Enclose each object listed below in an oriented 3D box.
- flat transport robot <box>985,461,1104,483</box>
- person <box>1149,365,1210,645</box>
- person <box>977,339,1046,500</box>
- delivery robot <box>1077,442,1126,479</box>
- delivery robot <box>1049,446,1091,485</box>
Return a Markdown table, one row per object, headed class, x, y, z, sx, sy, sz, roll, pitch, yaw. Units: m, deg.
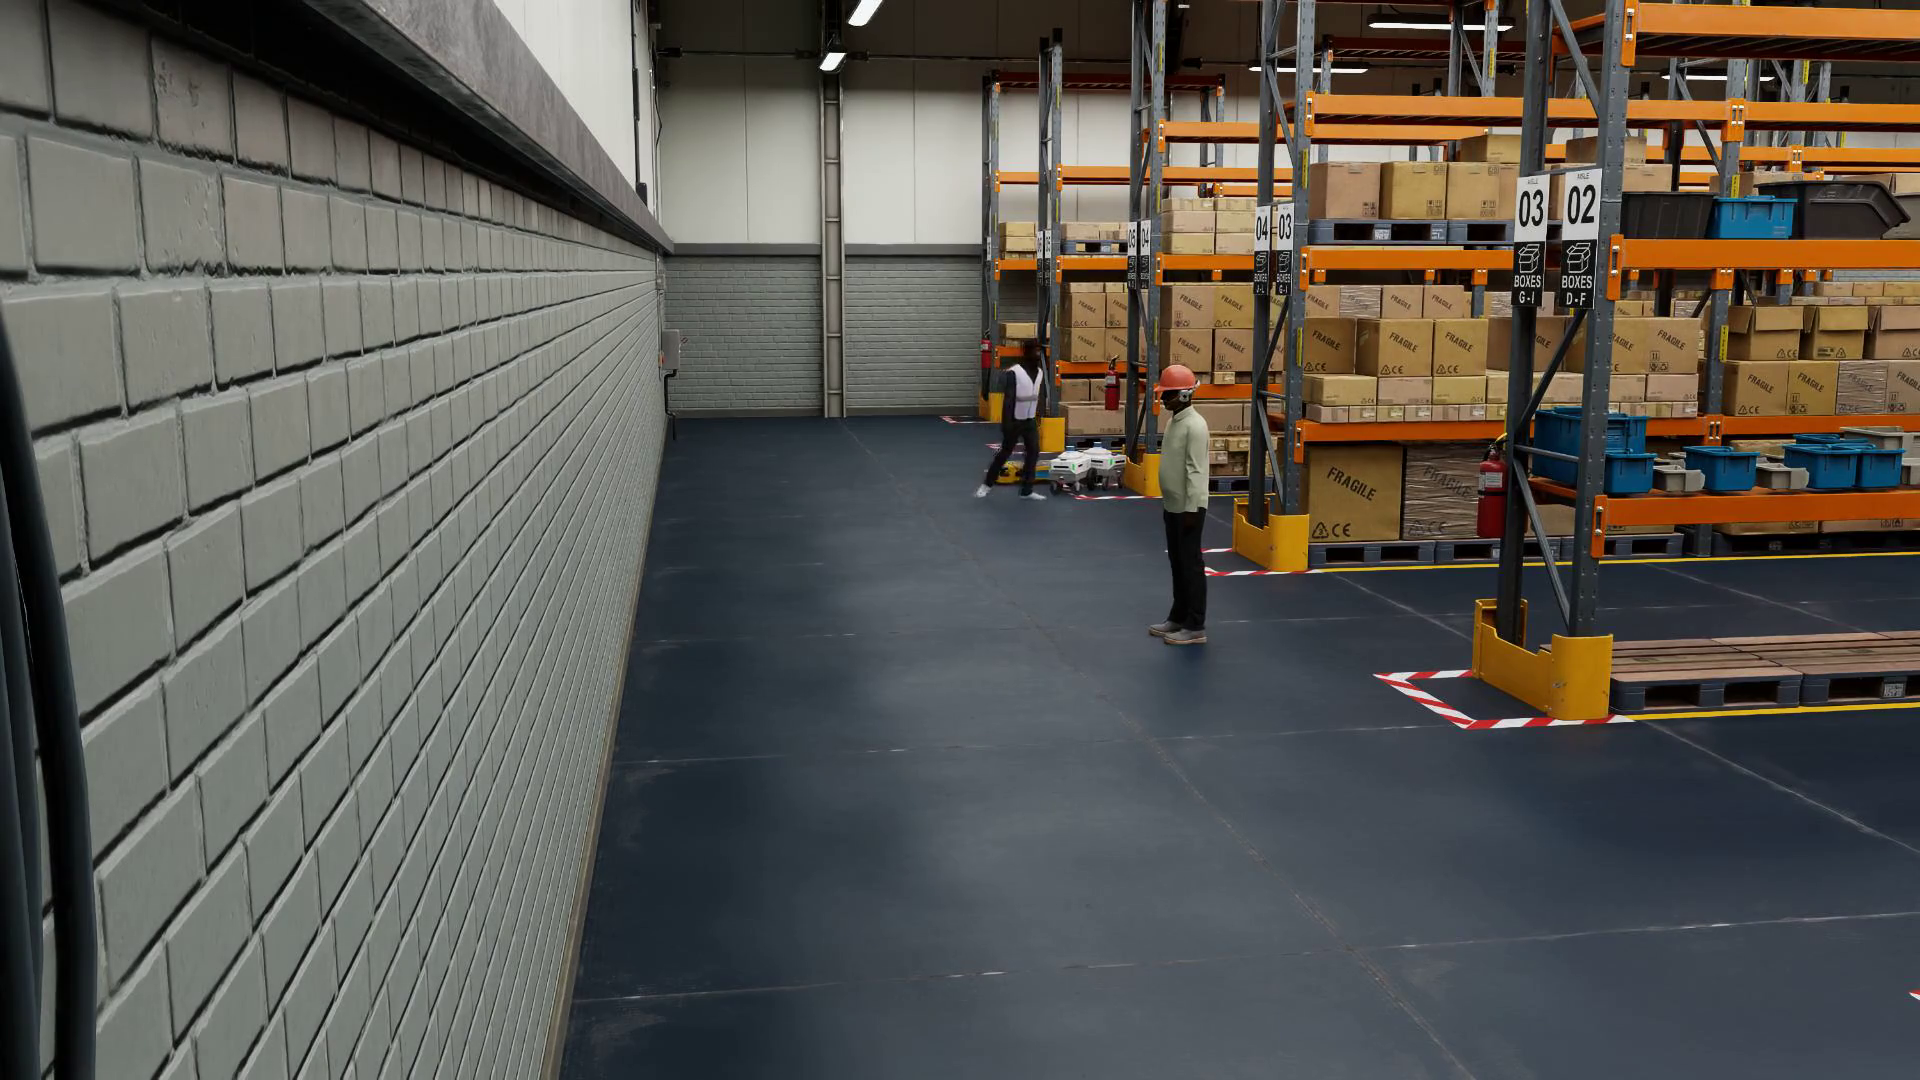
| class | x | y | z | sx | sy | sz | roll | pitch | yaw |
| --- | --- | --- | --- | --- | --- | --- | --- | --- | --- |
| flat transport robot | 1.080 | -0.873 | 20.974 | 1.431 | 0.197 | 0.652 | -2 | 9 | -13 |
| person | 1.570 | -0.255 | 11.887 | 0.401 | 1.990 | 0.615 | -2 | 9 | -13 |
| person | 0.630 | -1.400 | 19.296 | 0.702 | 1.884 | 0.642 | 8 | 12 | 42 |
| delivery robot | 1.679 | -0.955 | 20.317 | 0.707 | 0.478 | 0.477 | 8 | 12 | 42 |
| delivery robot | 1.312 | -0.879 | 19.854 | 0.477 | 0.478 | 0.707 | 3 | 10 | 21 |
